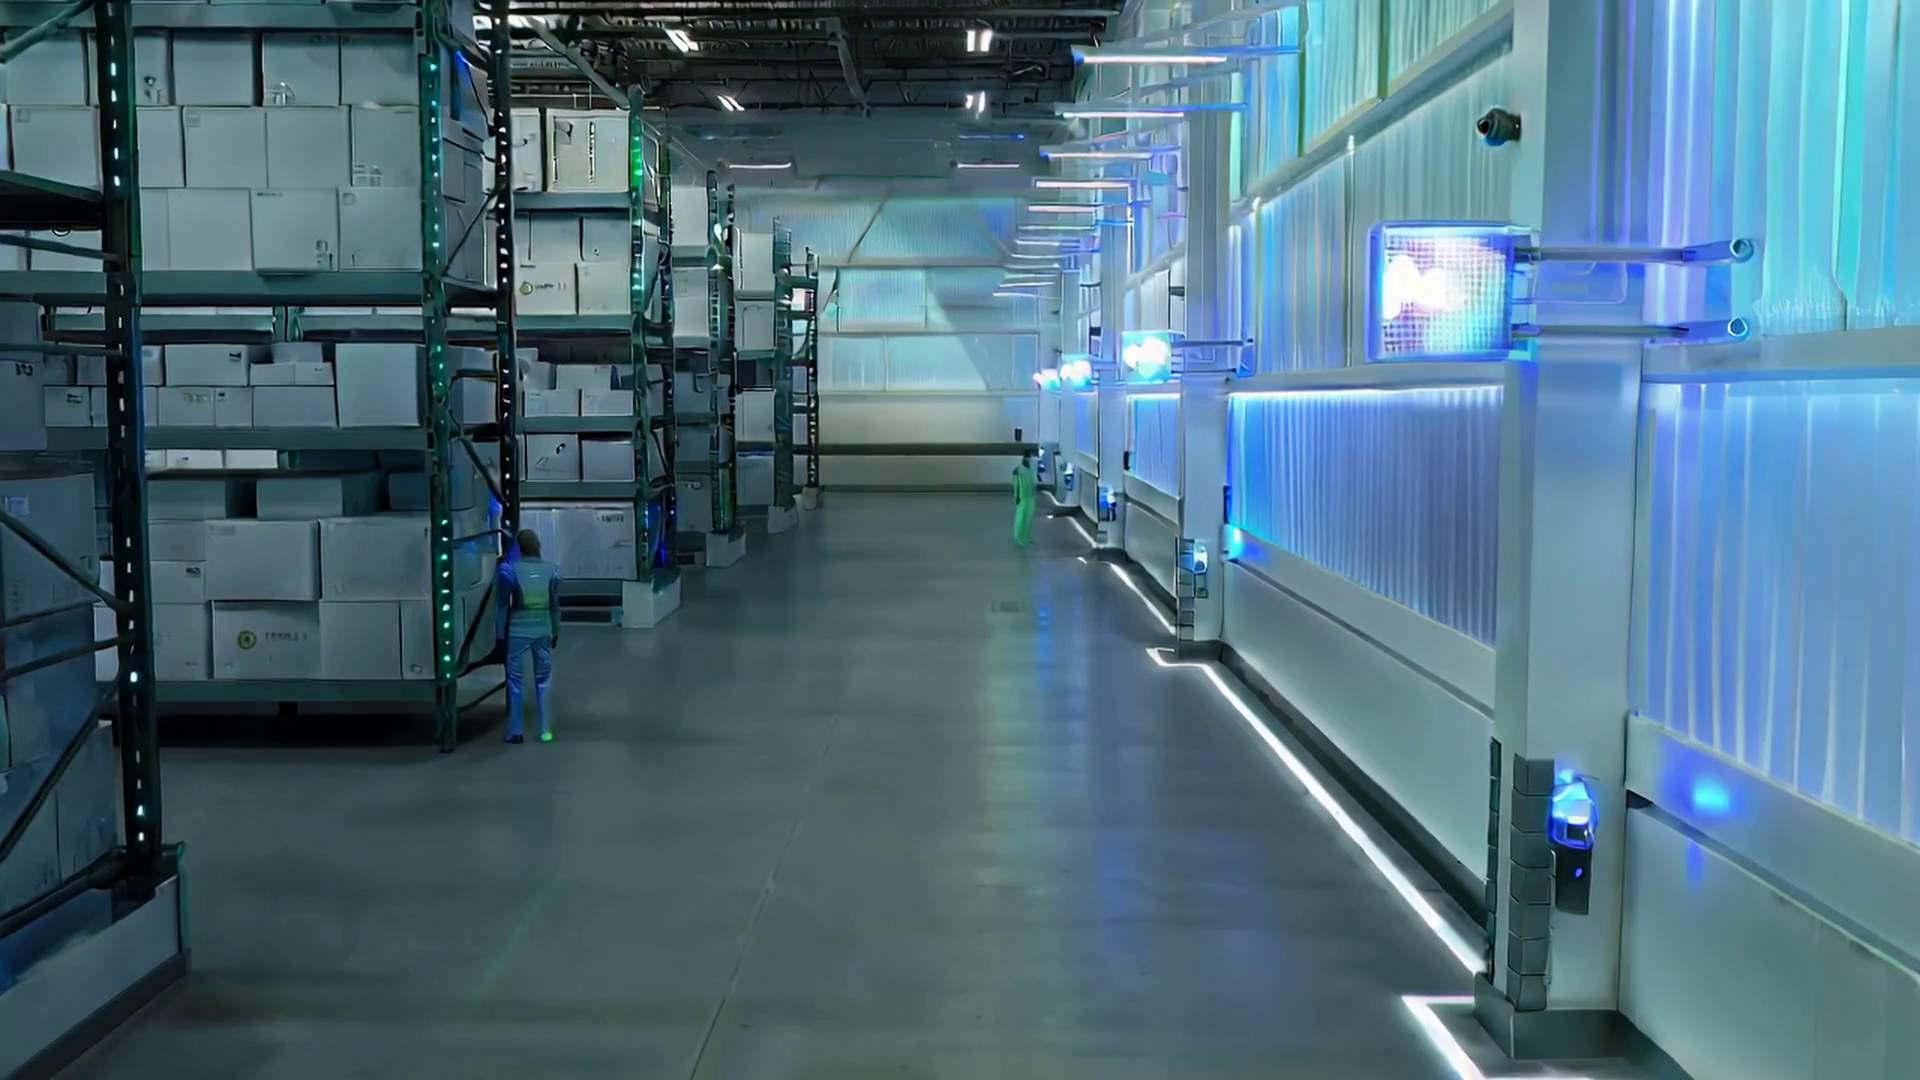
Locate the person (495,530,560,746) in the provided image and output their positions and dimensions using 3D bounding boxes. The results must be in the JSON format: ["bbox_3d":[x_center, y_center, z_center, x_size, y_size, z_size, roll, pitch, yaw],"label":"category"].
[{"bbox_3d":[-3.255,0.734,12.553,0.521,1.631,0.314,-4,7,-42],"label":"person"}]

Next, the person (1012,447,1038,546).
[{"bbox_3d":[1.175,-0.767,29.388,0.337,1.742,0.561,5,7,43],"label":"person"}]
